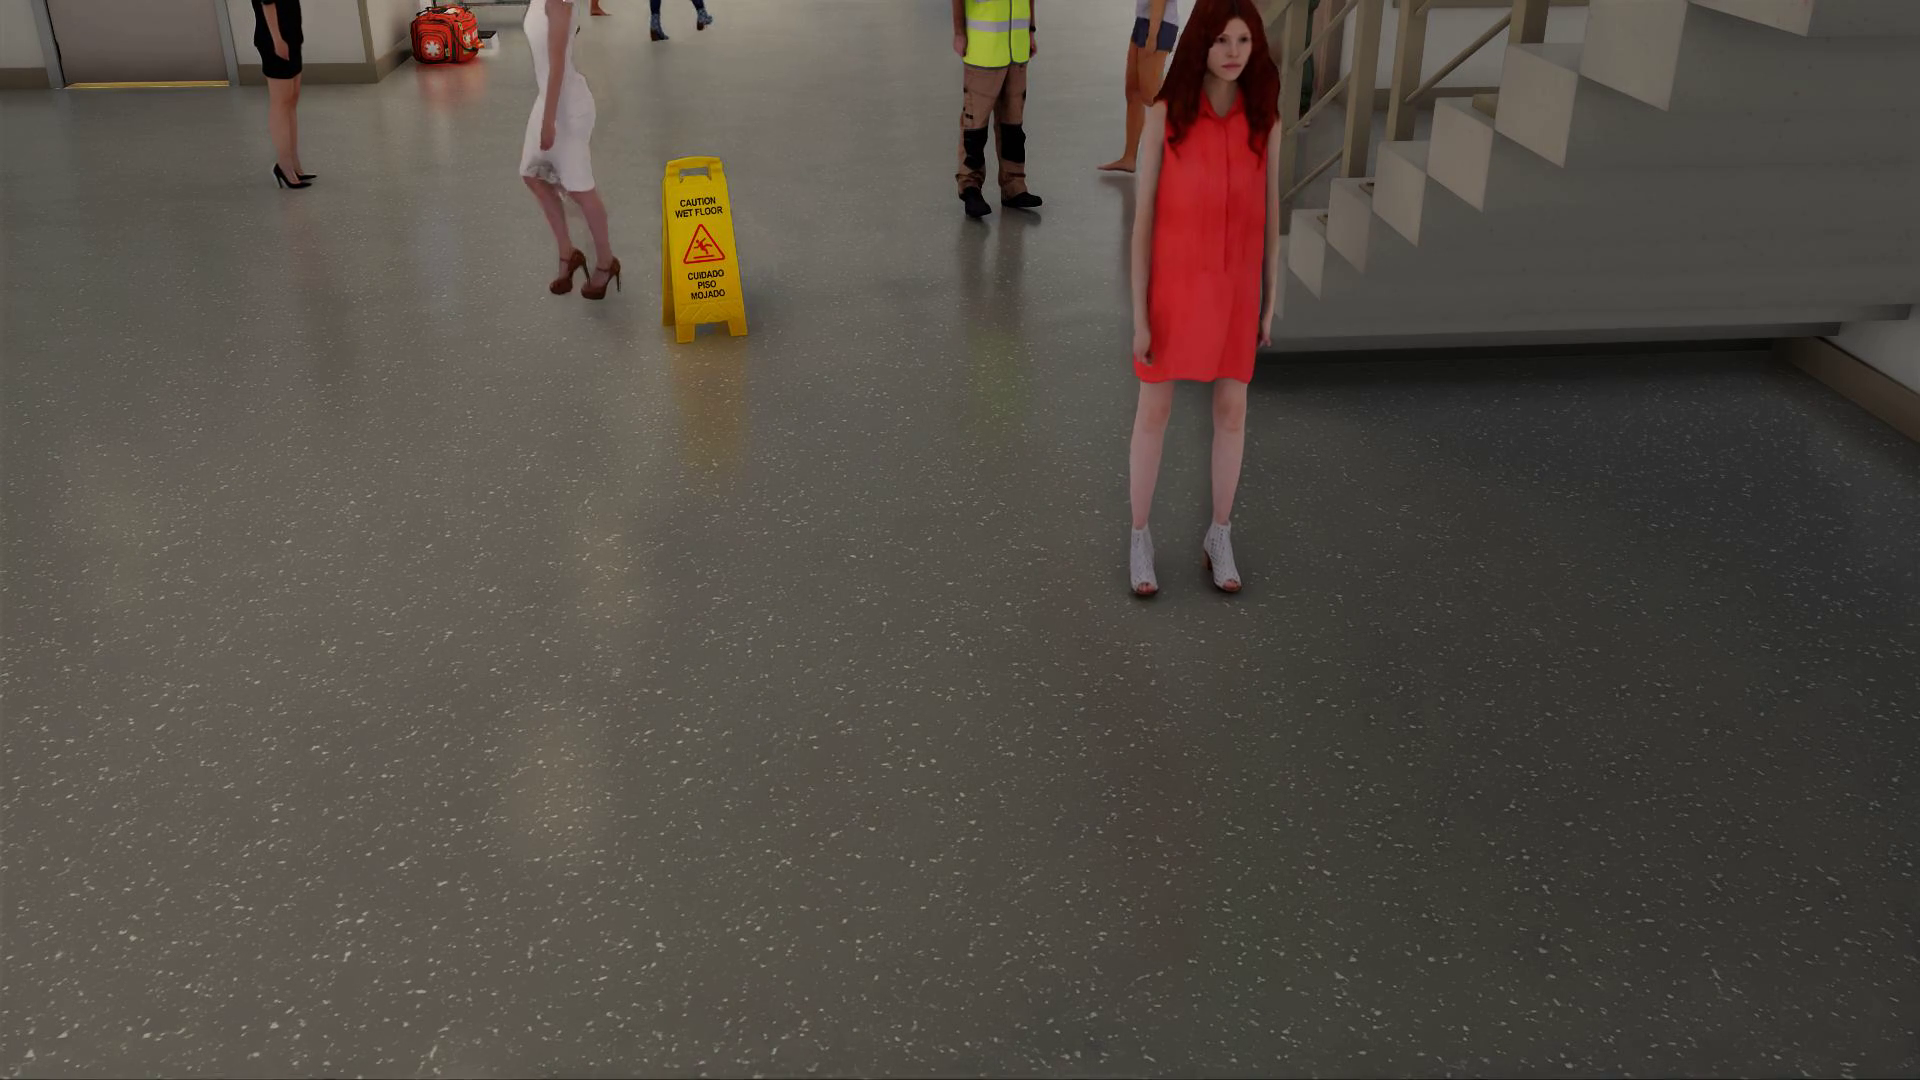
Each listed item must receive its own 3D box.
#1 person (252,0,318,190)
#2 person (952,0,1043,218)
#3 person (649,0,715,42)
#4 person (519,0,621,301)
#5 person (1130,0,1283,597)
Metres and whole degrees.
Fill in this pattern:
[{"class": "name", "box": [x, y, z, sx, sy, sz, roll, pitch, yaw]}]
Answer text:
[{"class": "person", "box": [-3.989, -2.915, 9.691, 0.635, 1.696, 0.448, -2, 26, -4]}, {"class": "person", "box": [0.204, -2.726, 9.126, 0.829, 1.847, 0.869, -15, 30, -29]}, {"class": "person", "box": [-2.584, -5.109, 14.375, 0.970, 1.581, 1.127, 14, 29, 27]}, {"class": "person", "box": [-1.682, -1.914, 7.526, 0.766, 1.776, 0.691, -10, 27, -20]}, {"class": "person", "box": [0.708, -0.692, 4.937, 0.597, 1.823, 0.495, -2, 26, -4]}]
